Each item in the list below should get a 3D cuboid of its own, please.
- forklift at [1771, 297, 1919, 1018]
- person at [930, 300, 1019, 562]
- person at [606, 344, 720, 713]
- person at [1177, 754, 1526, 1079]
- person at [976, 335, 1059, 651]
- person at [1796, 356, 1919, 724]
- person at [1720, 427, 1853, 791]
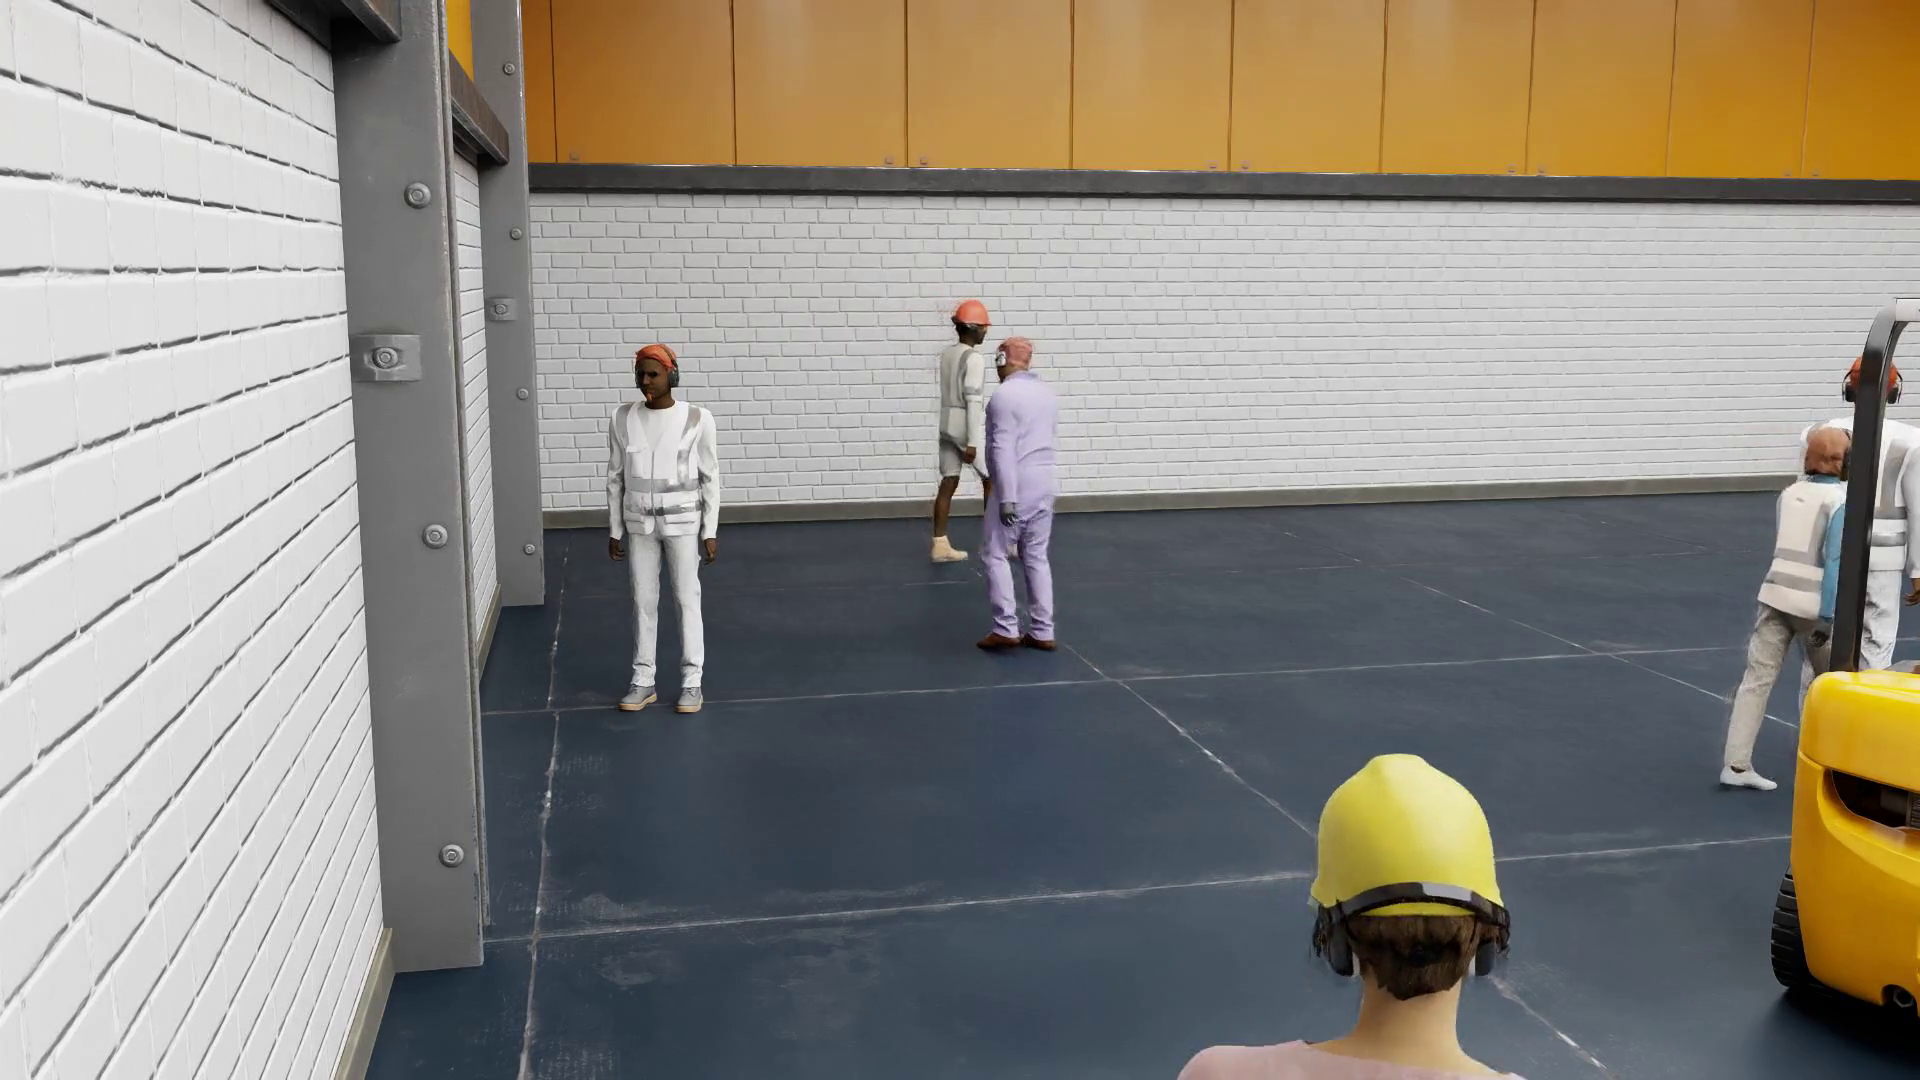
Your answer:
[{"bbox_3d":[3.542,0.334,5.177,2.313,2.155,1.214,-9,13,-43],"label":"forklift"},{"bbox_3d":[0.144,-0.829,12.840,0.890,2.012,0.612,-6,11,-30],"label":"person"},{"bbox_3d":[-1.517,-0.053,8.477,0.584,1.882,0.339,1,9,9],"label":"person"},{"bbox_3d":[0.446,1.119,1.776,0.565,1.735,0.641,3,10,17],"label":"person"},{"bbox_3d":[0.382,-0.271,9.880,0.528,1.861,0.681,7,11,35],"label":"person"},{"bbox_3d":[4.082,0.099,7.550,0.355,1.884,0.574,-9,13,-43],"label":"person"},{"bbox_3d":[3.696,0.304,7.212,0.873,1.569,0.511,-3,10,-15],"label":"person"}]
